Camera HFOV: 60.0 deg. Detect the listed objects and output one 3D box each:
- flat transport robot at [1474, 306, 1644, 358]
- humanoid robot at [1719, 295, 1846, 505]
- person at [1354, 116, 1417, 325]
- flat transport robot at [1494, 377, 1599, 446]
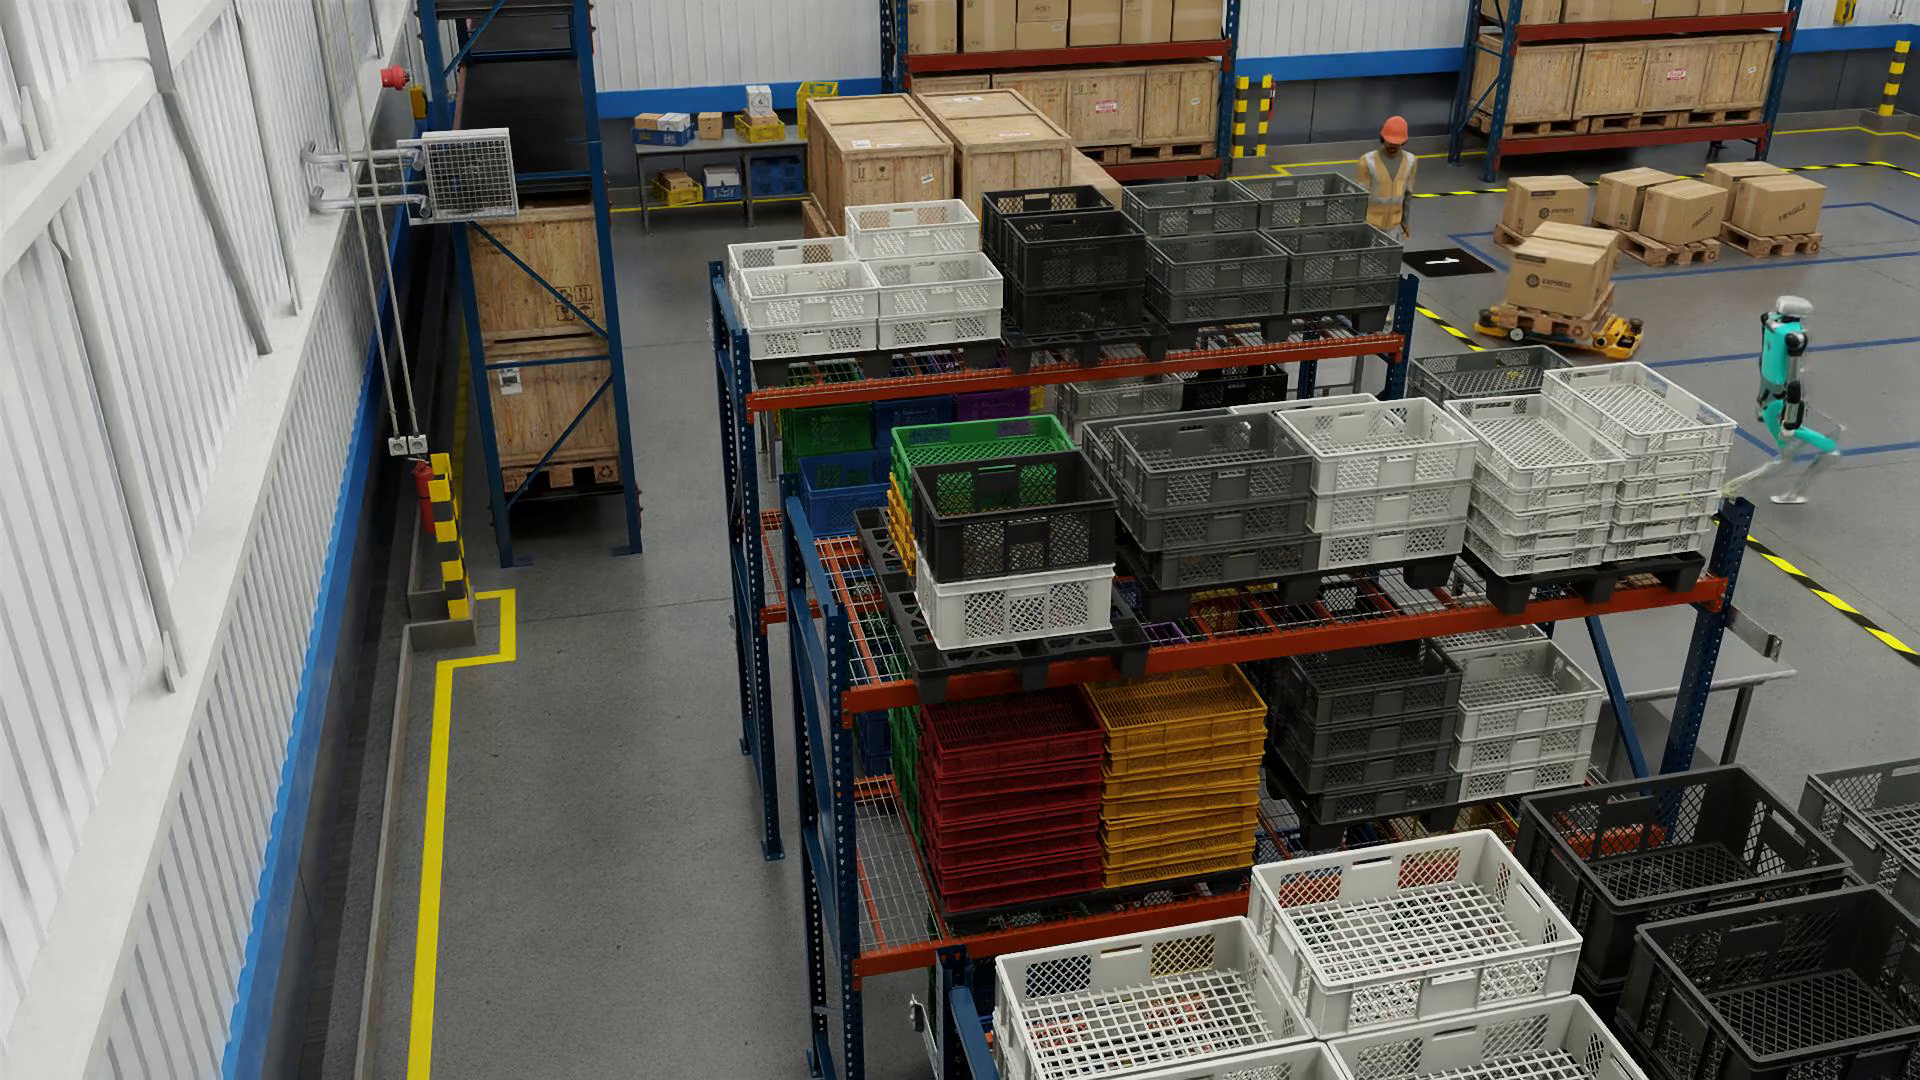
[{"bbox_3d":[5.734,-2.054,15.914,1.431,0.197,0.652,15,31,26],"label":"flat transport robot"},{"bbox_3d":[6.168,-0.973,12.288,0.963,1.727,0.531,0,28,0],"label":"humanoid robot"},{"bbox_3d":[4.044,-3.043,15.928,0.604,2.036,0.389,-6,28,-11],"label":"person"},{"bbox_3d":[4.780,-1.036,14.013,0.659,0.231,1.431,-6,28,-12],"label":"flat transport robot"}]
